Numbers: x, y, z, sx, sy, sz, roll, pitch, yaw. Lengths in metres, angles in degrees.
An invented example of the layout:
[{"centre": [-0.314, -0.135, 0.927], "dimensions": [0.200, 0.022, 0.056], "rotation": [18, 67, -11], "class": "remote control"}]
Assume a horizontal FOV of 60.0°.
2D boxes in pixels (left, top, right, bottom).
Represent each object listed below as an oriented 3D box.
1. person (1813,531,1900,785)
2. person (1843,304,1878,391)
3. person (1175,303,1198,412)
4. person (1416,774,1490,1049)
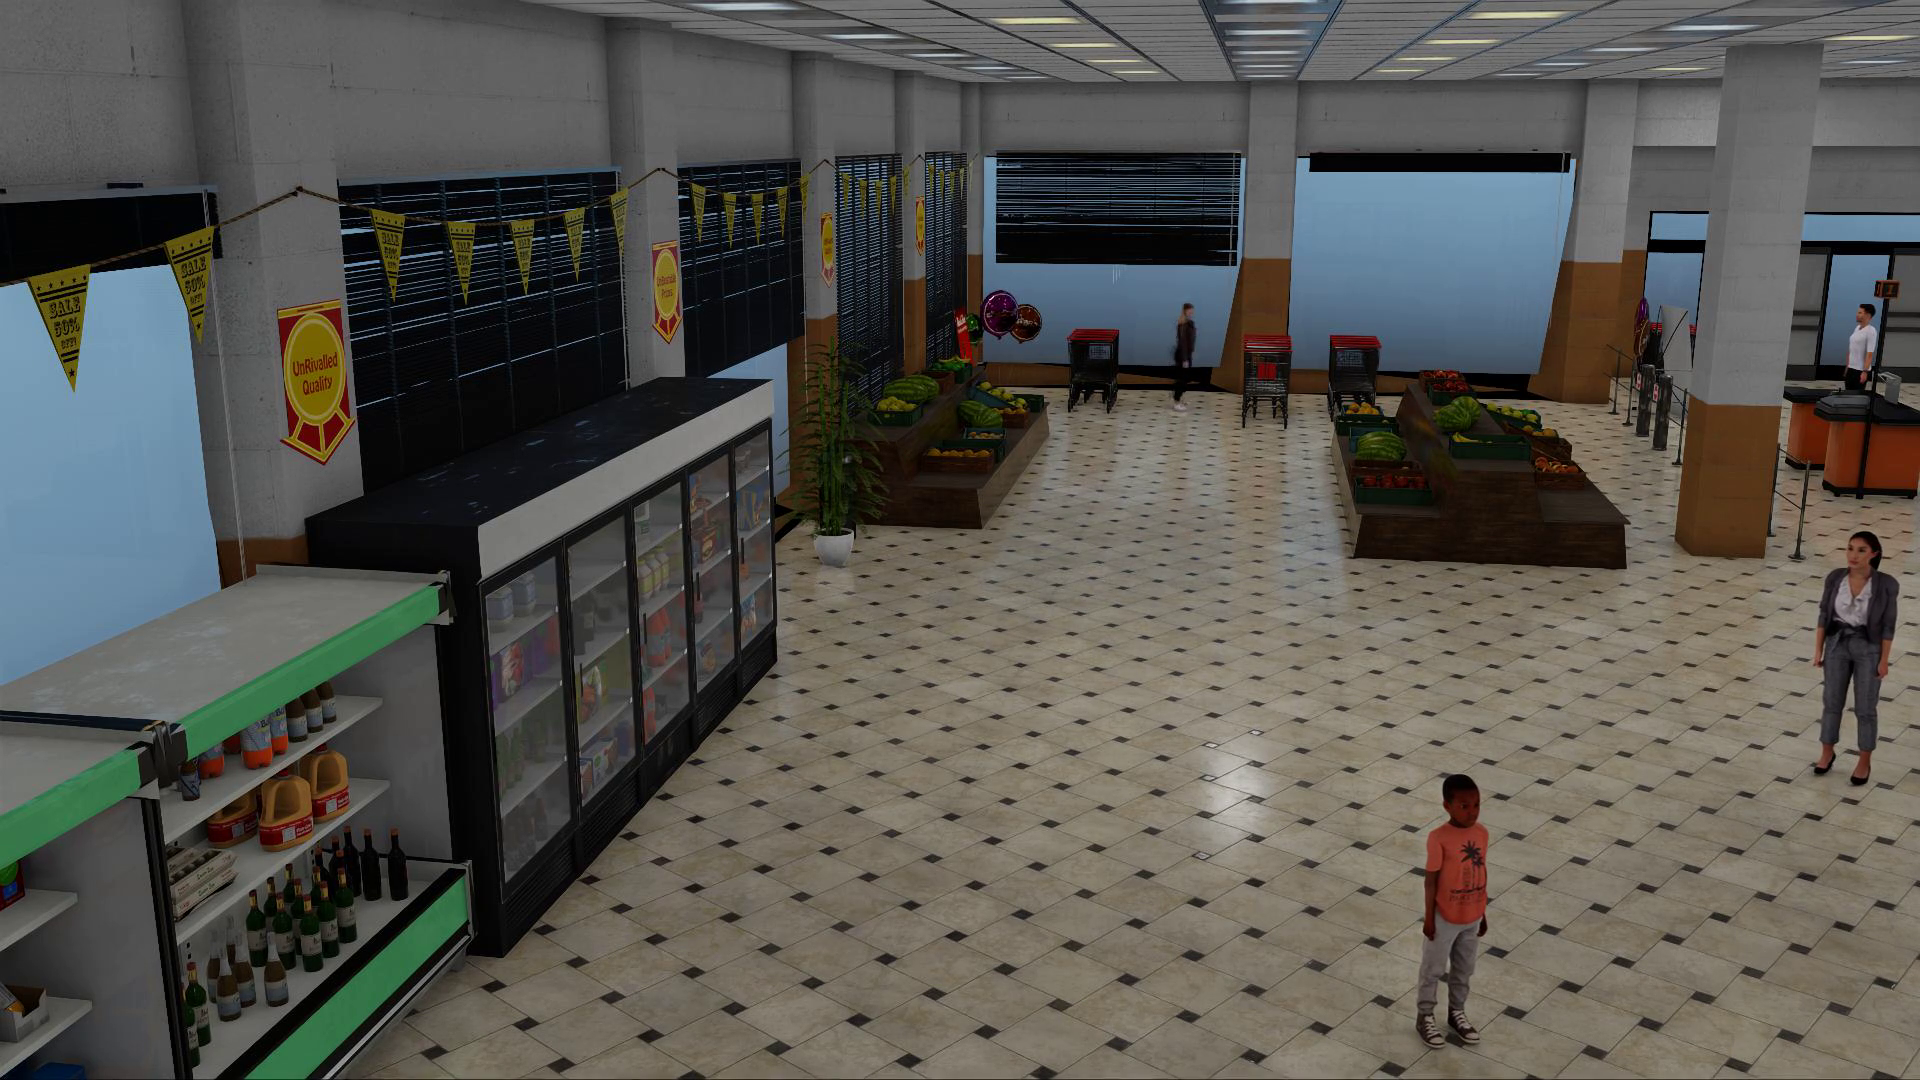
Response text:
[{"centre": [5.858, 0.755, 10.886], "dimensions": [0.721, 1.673, 0.755], "rotation": [13, 19, 43], "class": "person"}, {"centre": [12.809, -2.441, 23.686], "dimensions": [0.761, 1.851, 0.556], "rotation": [0, 14, 2], "class": "person"}, {"centre": [3.430, -2.810, 25.606], "dimensions": [0.896, 1.664, 0.682], "rotation": [3, 14, 12], "class": "person"}, {"centre": [2.294, 1.706, 7.738], "dimensions": [0.546, 1.310, 0.580], "rotation": [-4, 14, -16], "class": "person"}]
